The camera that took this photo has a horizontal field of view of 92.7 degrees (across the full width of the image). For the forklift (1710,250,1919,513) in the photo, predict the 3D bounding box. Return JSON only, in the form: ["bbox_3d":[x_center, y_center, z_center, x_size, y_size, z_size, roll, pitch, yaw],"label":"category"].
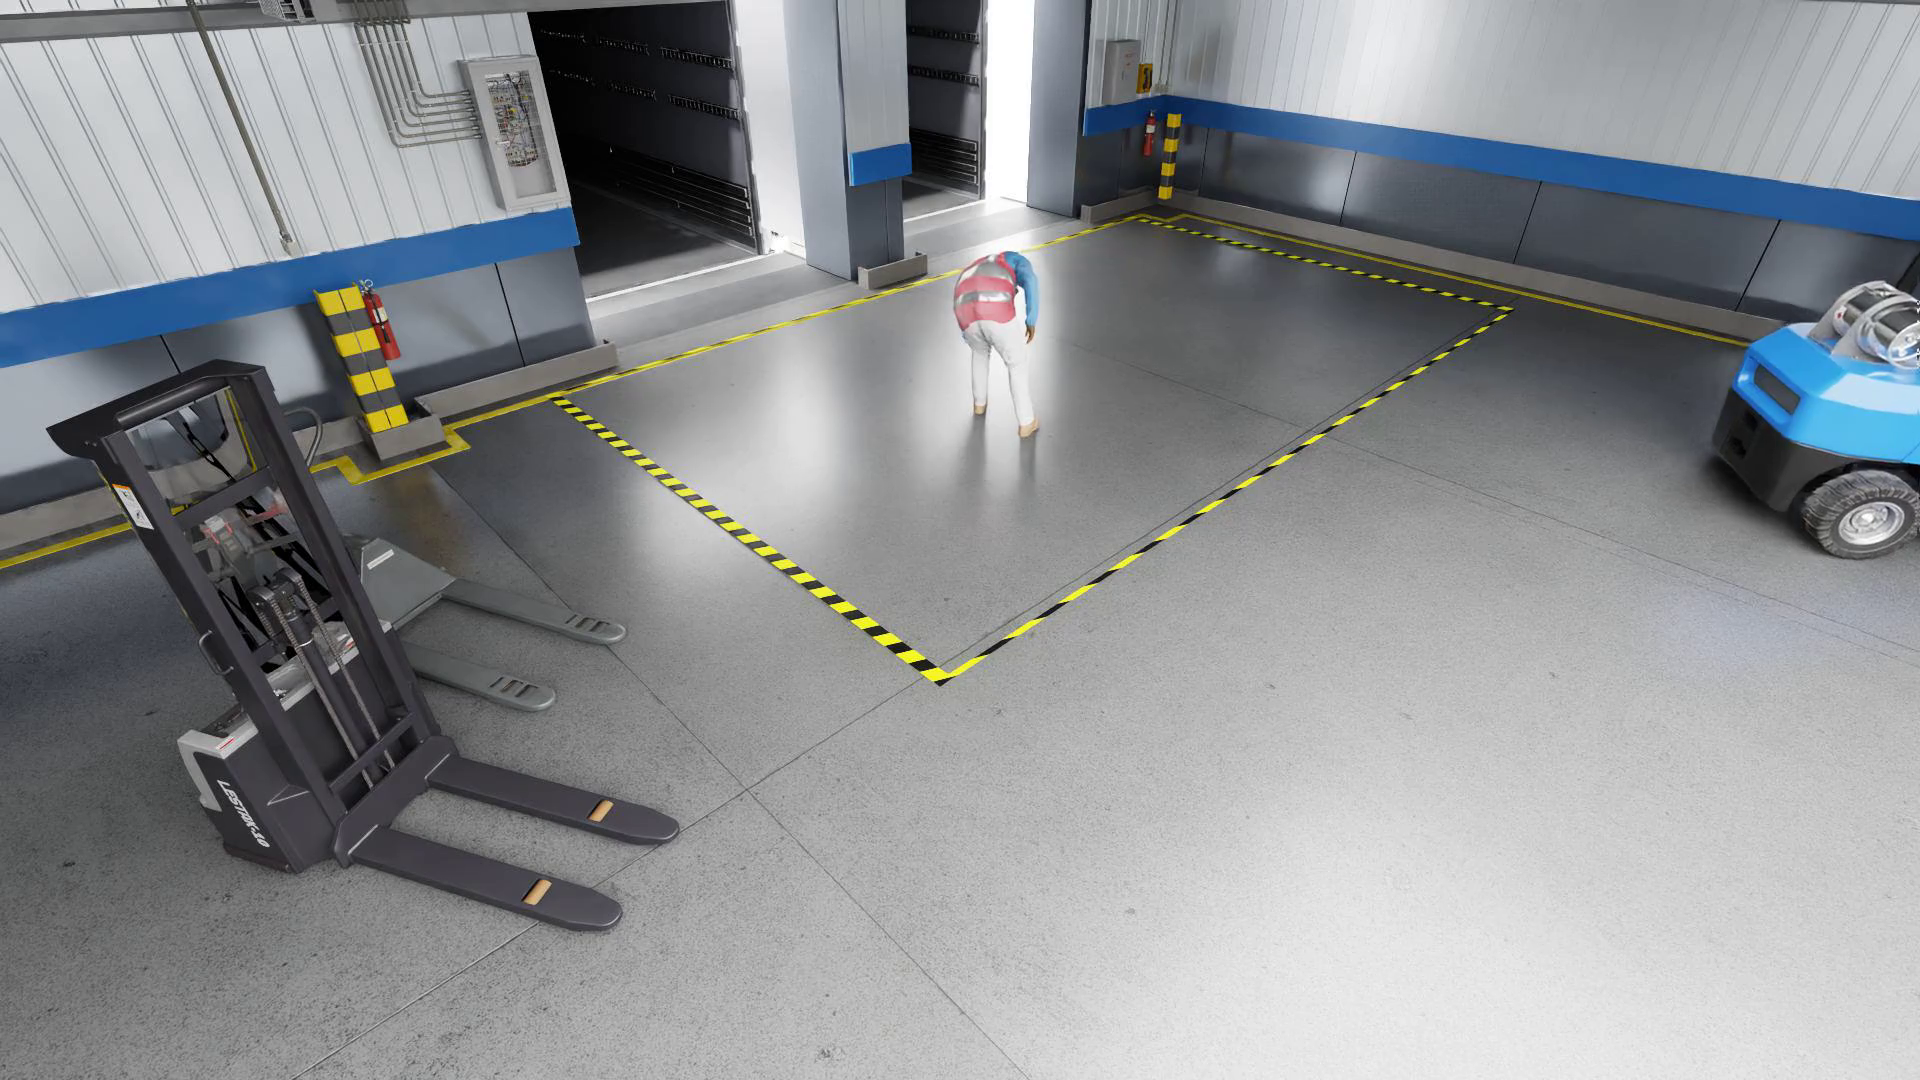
[{"bbox_3d":[6.356,-1.091,5.263,2.680,2.036,1.157,8,35,11],"label":"forklift"}]

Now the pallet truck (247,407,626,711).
[{"bbox_3d":[-2.628,0.038,4.590,1.601,1.201,0.680,12,36,18],"label":"pallet truck"}]

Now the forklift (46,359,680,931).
[{"bbox_3d":[-2.135,0.422,3.354,1.885,1.965,0.823,10,35,14],"label":"forklift"}]

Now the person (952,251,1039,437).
[{"bbox_3d":[0.308,-1.539,6.943,0.952,1.250,0.875,26,42,33],"label":"person"}]
